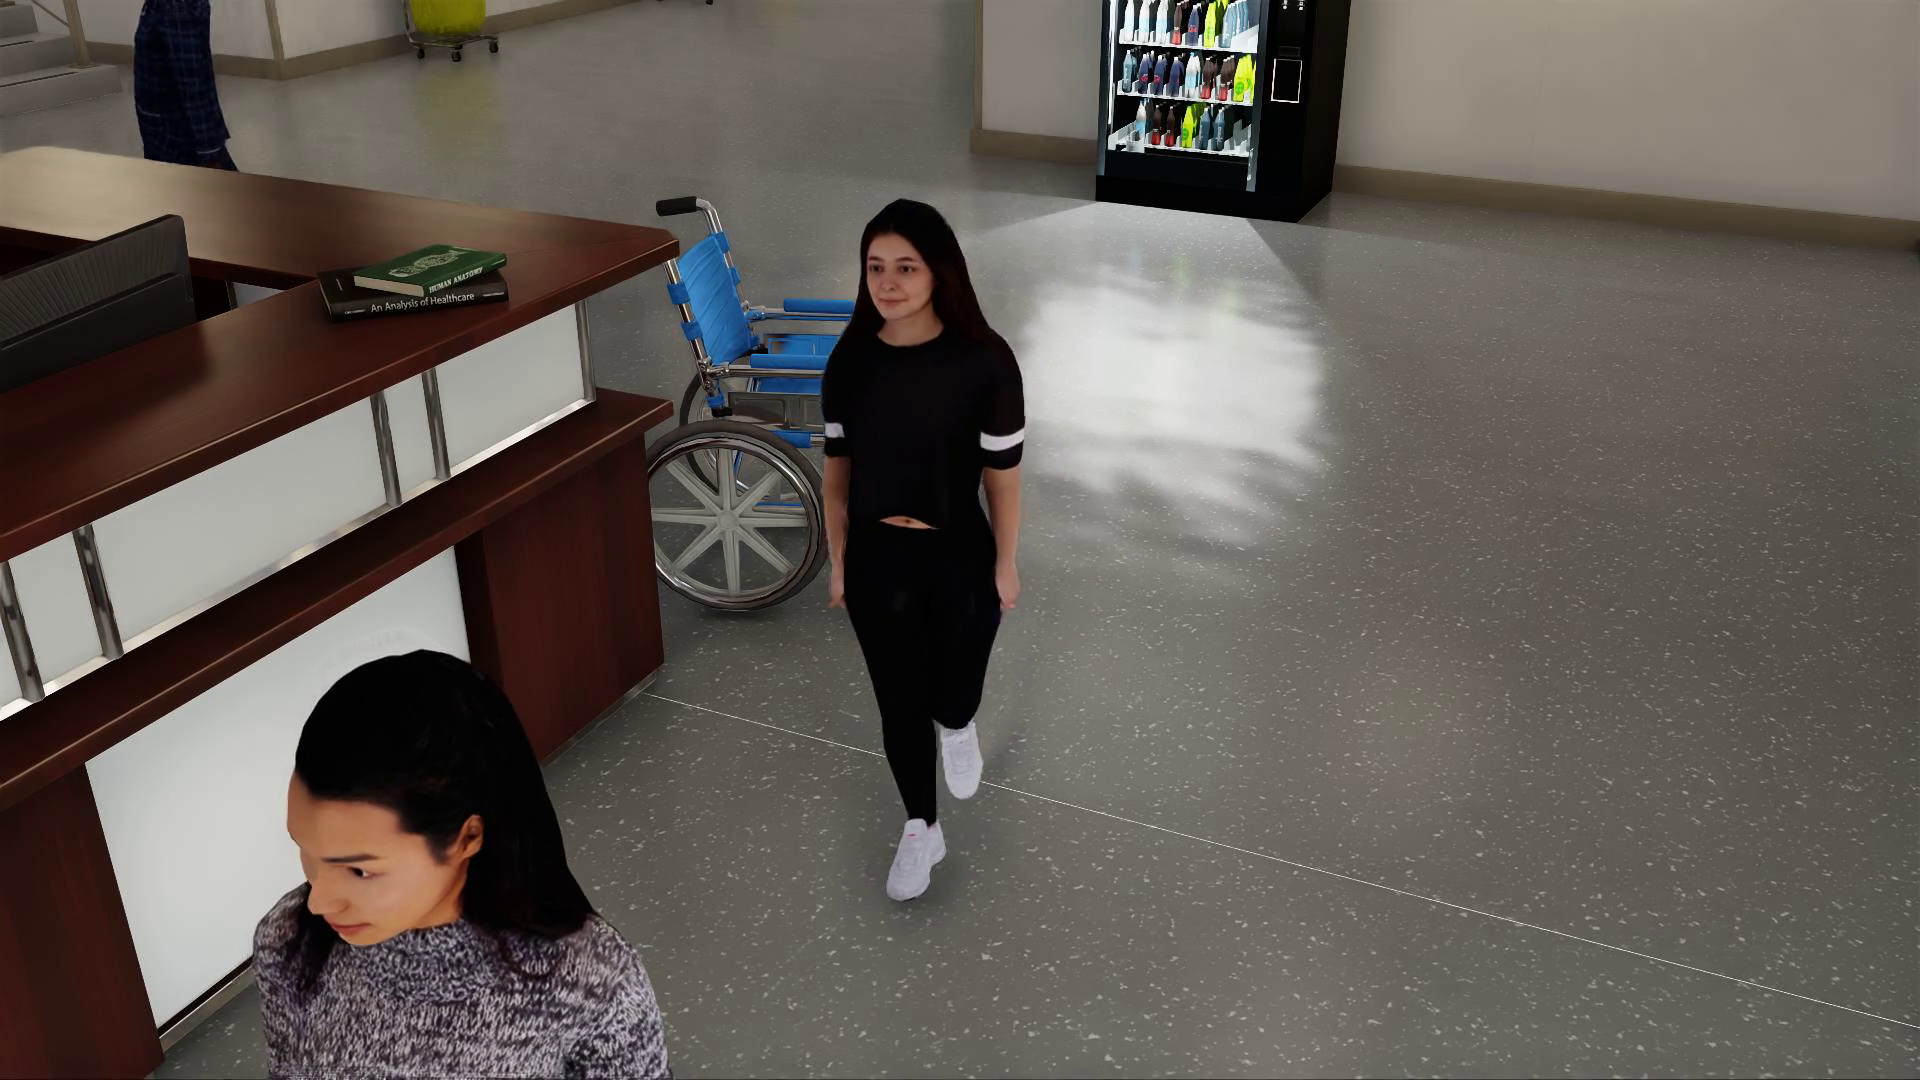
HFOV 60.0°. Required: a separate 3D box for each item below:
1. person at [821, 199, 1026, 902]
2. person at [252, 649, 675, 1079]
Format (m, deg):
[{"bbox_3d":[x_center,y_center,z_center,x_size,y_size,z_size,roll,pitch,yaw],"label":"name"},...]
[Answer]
[{"bbox_3d":[-0.064,0.021,3.767,0.766,1.625,0.754,6,26,11],"label":"person"},{"bbox_3d":[-0.510,0.872,1.878,0.554,1.733,0.720,4,26,8],"label":"person"}]
